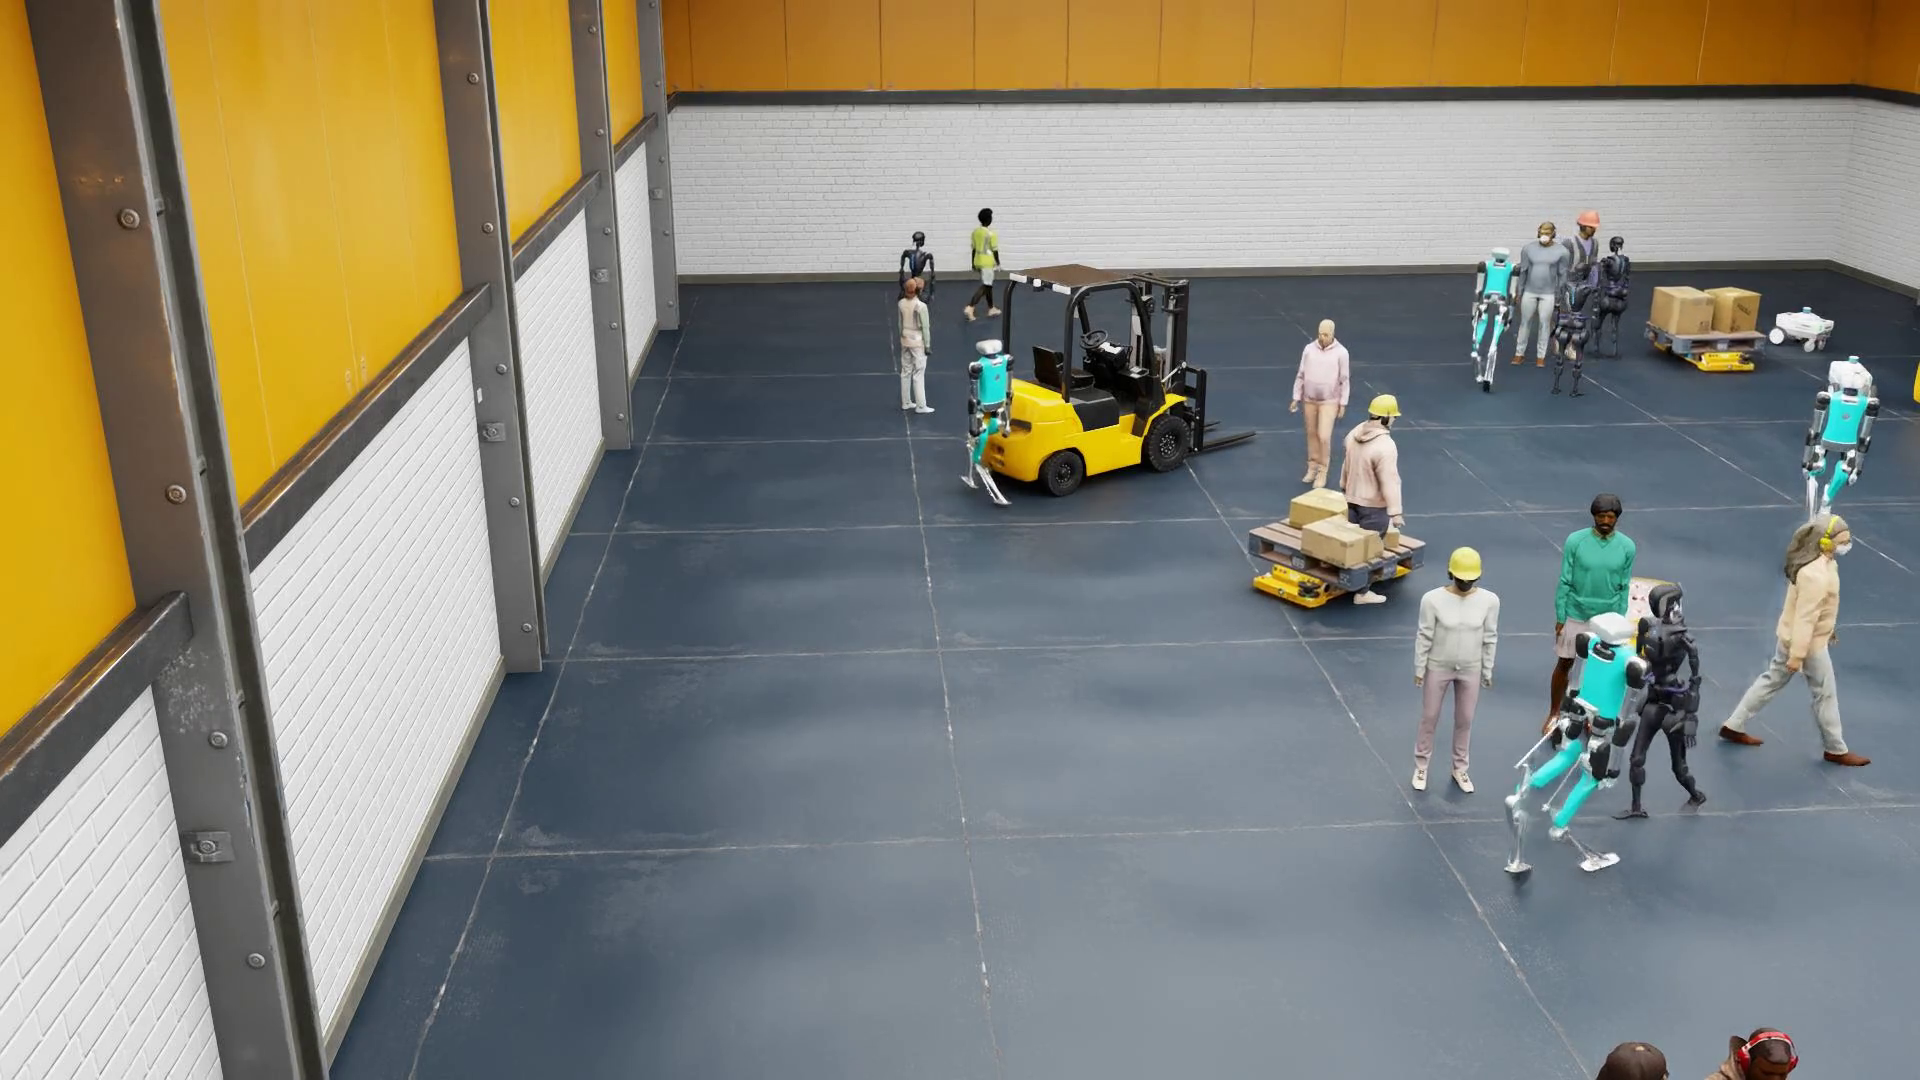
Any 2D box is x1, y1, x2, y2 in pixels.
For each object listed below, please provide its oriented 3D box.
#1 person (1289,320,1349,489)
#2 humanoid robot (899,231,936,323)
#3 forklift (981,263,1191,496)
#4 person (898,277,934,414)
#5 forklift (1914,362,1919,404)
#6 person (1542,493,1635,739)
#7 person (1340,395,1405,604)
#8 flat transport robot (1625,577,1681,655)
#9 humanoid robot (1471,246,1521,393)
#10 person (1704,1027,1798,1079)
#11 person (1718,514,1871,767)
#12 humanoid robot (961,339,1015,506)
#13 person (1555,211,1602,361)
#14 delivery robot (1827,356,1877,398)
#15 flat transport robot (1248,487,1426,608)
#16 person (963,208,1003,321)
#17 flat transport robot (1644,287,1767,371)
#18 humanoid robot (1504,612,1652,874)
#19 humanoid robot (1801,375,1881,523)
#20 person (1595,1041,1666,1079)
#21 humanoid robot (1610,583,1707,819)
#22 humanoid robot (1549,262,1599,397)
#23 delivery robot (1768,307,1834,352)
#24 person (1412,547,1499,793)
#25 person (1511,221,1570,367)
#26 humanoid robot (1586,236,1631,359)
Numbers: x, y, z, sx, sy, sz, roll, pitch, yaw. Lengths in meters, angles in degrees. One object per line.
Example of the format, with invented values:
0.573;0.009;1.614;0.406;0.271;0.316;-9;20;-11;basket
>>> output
3.717;-1.410;17.286;0.558;1.767;0.625;13;24;31;person
-0.624;-3.423;22.910;0.588;1.649;0.396;10;22;25;humanoid robot
1.315;-1.764;17.646;2.313;2.155;1.214;-14;24;-33;forklift
-0.545;-2.340;20.007;0.310;1.641;0.512;-17;26;-39;person
12.602;-2.435;19.475;2.313;2.155;1.214;-1;20;-4;forklift
4.489;0.542;11.857;0.494;1.851;0.396;4;21;11;person
3.499;-0.344;14.269;0.434;1.855;0.820;-8;22;-20;person
5.684;0.617;13.947;0.659;0.231;1.431;8;22;20;flat transport robot
6.723;-2.753;21.011;0.556;1.779;0.964;7;21;17;humanoid robot
3.057;2.591;6.582;0.457;1.641;0.326;3;20;7;person
5.902;0.668;11.554;0.971;1.822;0.555;6;21;15;person
0.168;-1.213;16.875;0.549;1.769;1.040;-14;24;-33;humanoid robot
8.362;-3.411;22.381;0.633;2.017;0.708;-11;23;-28;person
11.021;-1.956;20.564;0.522;0.609;0.780;5;21;13;delivery robot
3.348;0.271;14.889;1.431;0.231;0.659;-15;25;-36;flat transport robot
0.333;-4.111;24.790;0.782;1.665;0.528;-13;24;-32;person
10.090;-2.557;22.595;0.659;0.231;1.431;-2;20;-5;flat transport robot
3.583;1.316;9.948;0.969;1.768;0.556;-8;22;-21;humanoid robot
8.162;-0.752;15.571;0.551;1.739;1.035;8;21;20;humanoid robot
2.413;2.648;6.238;0.373;1.768;0.474;-3;20;-8;person
4.609;1.066;10.755;0.663;1.649;0.619;-5;21;-13;humanoid robot
7.655;-2.642;20.763;0.599;1.655;0.315;18;26;39;humanoid robot
11.773;-2.957;23.276;0.523;0.600;0.771;-12;24;-30;delivery robot
3.299;0.867;11.104;0.526;1.760;0.339;1;20;3;person
7.715;-3.270;22.118;0.627;1.939;0.375;10;22;25;person
8.848;-3.281;22.539;0.589;1.636;0.464;-9;22;-23;humanoid robot
